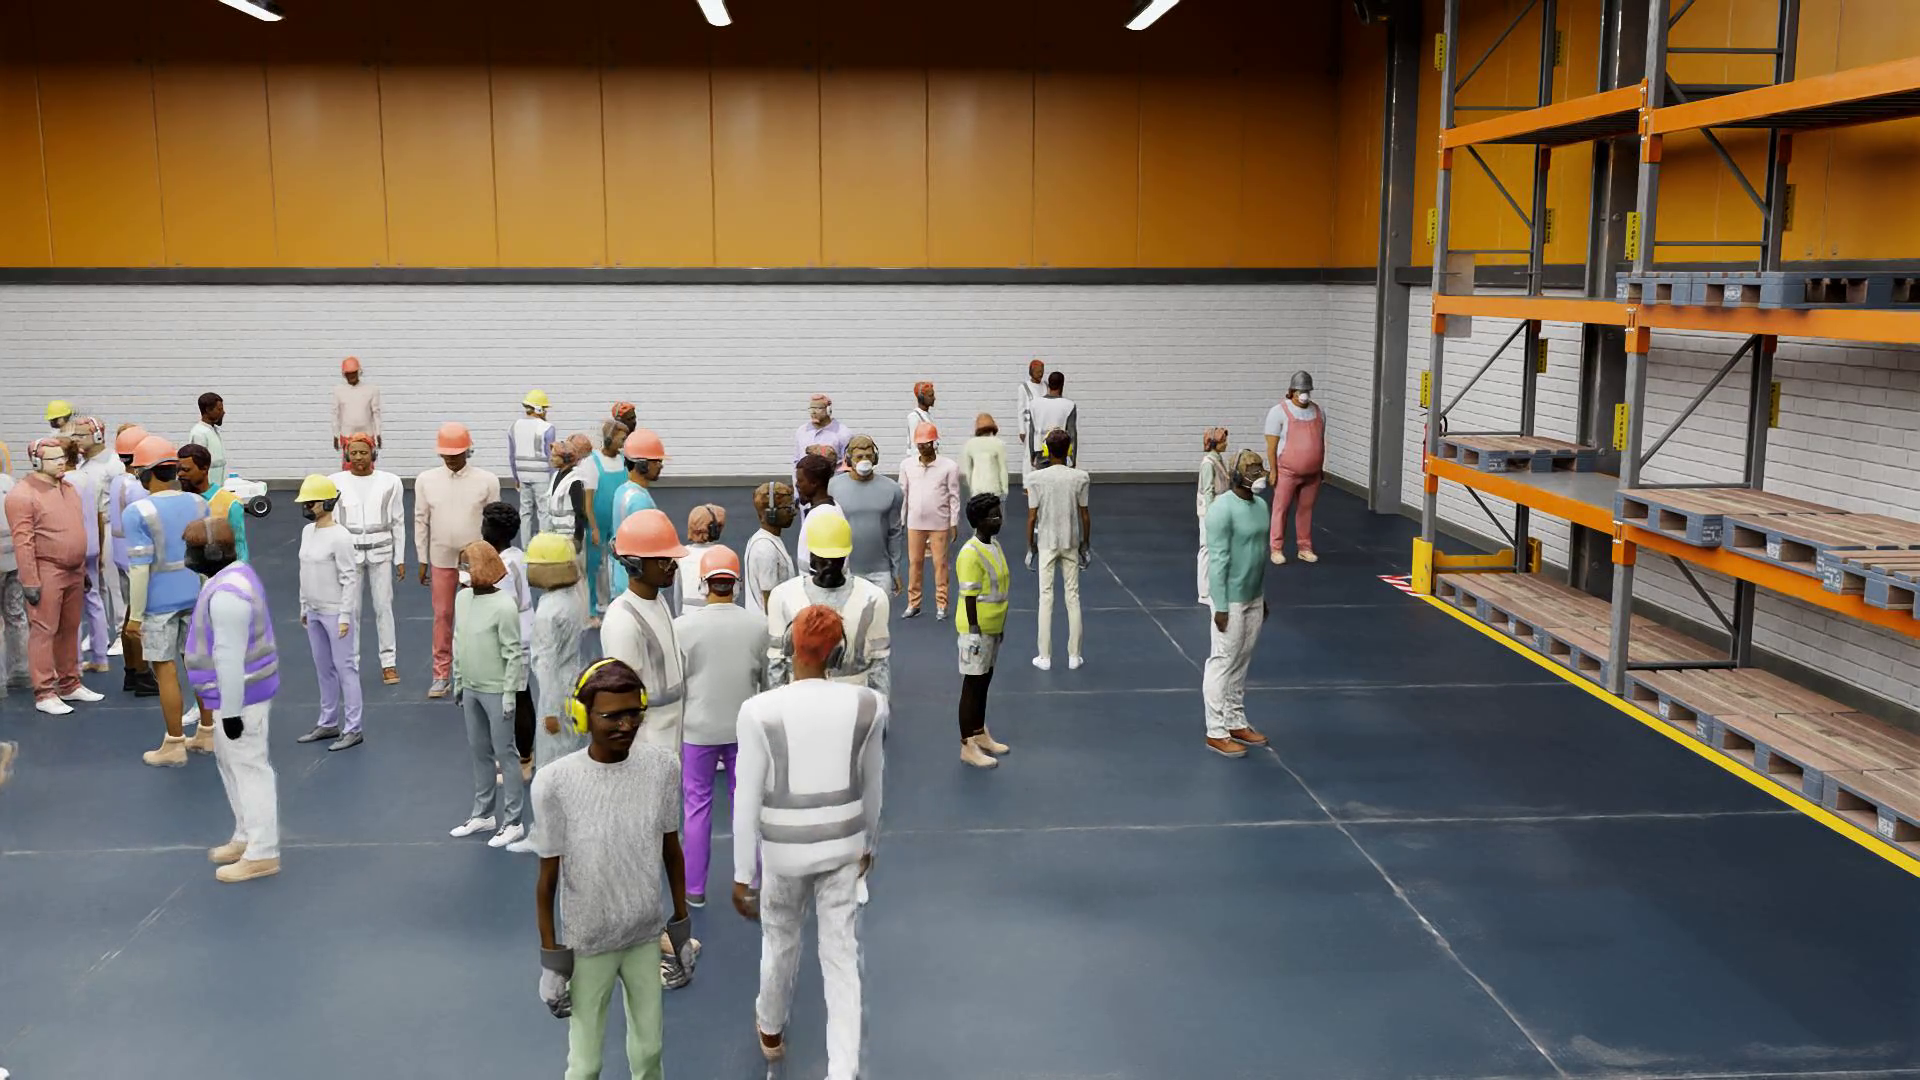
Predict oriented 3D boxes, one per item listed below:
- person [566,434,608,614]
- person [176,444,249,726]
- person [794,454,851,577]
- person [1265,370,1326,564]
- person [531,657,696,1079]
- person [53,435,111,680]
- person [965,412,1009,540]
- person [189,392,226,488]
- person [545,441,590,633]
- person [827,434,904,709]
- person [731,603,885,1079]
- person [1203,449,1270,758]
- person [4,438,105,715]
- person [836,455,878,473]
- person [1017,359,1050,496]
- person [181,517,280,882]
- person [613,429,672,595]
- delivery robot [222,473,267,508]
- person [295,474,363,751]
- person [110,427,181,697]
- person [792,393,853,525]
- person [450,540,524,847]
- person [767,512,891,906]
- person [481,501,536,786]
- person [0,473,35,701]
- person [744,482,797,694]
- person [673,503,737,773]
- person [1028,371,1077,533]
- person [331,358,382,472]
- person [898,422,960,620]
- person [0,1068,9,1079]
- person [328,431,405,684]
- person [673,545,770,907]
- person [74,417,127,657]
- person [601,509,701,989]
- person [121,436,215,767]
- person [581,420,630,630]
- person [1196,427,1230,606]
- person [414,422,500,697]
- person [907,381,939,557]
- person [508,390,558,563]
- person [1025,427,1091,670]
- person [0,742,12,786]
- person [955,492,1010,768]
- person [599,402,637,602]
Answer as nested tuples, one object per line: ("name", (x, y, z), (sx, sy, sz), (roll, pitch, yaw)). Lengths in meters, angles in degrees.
("person", (-3.309, -0.119, 14.672), (0.315, 1.636, 0.515), (4, 10, 24))
("person", (-5.025, 0.304, 11.134), (0.597, 1.916, 0.372), (3, 9, 17))
("person", (-0.854, 0.411, 10.468), (0.375, 1.915, 0.598), (0, 9, 0))
("person", (3.568, -0.763, 17.451), (0.685, 2.000, 0.535), (-3, 10, -18))
("person", (-1.078, 1.274, 5.232), (0.510, 1.862, 0.327), (-6, 11, -34))
("person", (-6.639, 0.132, 12.478), (0.351, 1.837, 0.511), (3, 10, 19))
("person", (0.265, -0.528, 17.326), (0.534, 1.613, 0.460), (5, 10, 28))
("person", (-7.219, -0.462, 15.981), (0.384, 1.910, 0.596), (-2, 9, -11))
("person", (-3.312, -0.025, 14.066), (0.314, 1.641, 0.515), (-6, 11, -35))
("person", (-0.682, 0.231, 11.531), (0.632, 1.940, 0.372), (-3, 10, -21))
("person", (-0.561, 1.144, 6.120), (0.602, 1.840, 0.978), (-3, 10, -19))
("person", (1.770, 0.386, 10.554), (0.372, 1.941, 0.627), (7, 11, 37))
("person", (-6.278, 0.240, 11.570), (0.409, 1.909, 0.640), (1, 9, 6))
("person", (-0.748, 0.192, 12.353), (0.328, 1.752, 0.563), (-1, 9, -4))
("person", (1.032, -1.541, 22.855), (0.585, 1.879, 0.355), (-8, 12, -39))
("person", (-3.664, 0.790, 8.385), (0.442, 1.830, 0.623), (-3, 10, -21))
("person", (-2.035, 0.301, 10.769), (0.386, 2.039, 0.616), (-4, 10, -21))
("delivery robot", (-9.059, -0.598, 20.769), (0.707, 0.478, 0.477), (-7, 11, -36))
("person", (-4.054, 0.459, 10.637), (0.523, 1.769, 0.309), (7, 11, 36))
("person", (-5.902, 0.153, 12.004), (0.363, 1.940, 0.550), (-8, 12, -41))
("person", (-1.324, -0.445, 15.872), (0.641, 1.908, 0.407), (4, 10, 22))
("person", (-2.526, 0.808, 8.857), (0.501, 1.633, 0.279), (7, 11, 36))
("person", (-0.622, 0.811, 7.961), (0.591, 1.918, 0.396), (0, 9, -3))
("person", (-2.685, 0.610, 9.899), (0.322, 1.697, 0.533), (-1, 9, -6))
("person", (-6.928, 0.175, 11.881), (0.416, 1.940, 0.607), (1, 9, 6))
("person", (-1.074, 0.580, 9.631), (0.346, 1.846, 0.506), (-2, 9, -12))
("person", (-1.549, 0.596, 10.166), (0.515, 1.641, 0.315), (8, 12, 40))
("person", (1.078, -1.015, 19.468), (0.596, 1.909, 0.400), (4, 10, 23))
("person", (-7.779, -1.360, 21.460), (0.617, 1.966, 0.594), (-3, 10, -19))
("person", (-0.287, -0.164, 14.588), (0.572, 1.749, 0.342), (2, 9, 14))
("person", (-3.763, 1.143, 6.026), (0.313, 1.866, 0.538), (3, 9, 18))
("person", (-4.385, 0.142, 12.267), (0.576, 1.882, 0.355), (-3, 10, -20))
("person", (-1.155, 0.888, 8.028), (0.574, 1.738, 0.354), (-4, 10, -24))
("person", (-6.878, -0.029, 13.259), (0.650, 1.907, 0.409), (4, 10, 23))
("person", (-1.317, 0.879, 7.130), (0.373, 2.043, 0.615), (0, 9, 1))
("person", (-4.903, 0.378, 10.276), (0.390, 2.041, 0.614), (4, 10, 21))
("person", (-2.920, -0.096, 13.986), (0.546, 1.798, 0.902), (-9, 13, -44))
("person", (2.325, -0.220, 15.293), (0.308, 1.641, 0.517), (3, 9, 16))
("person", (-3.593, 0.143, 11.941), (0.612, 1.984, 0.404), (-1, 9, -9))
("person", (-0.393, -0.770, 17.990), (0.356, 1.883, 0.573), (2, 9, 12))
("person", (-4.442, -0.656, 17.459), (0.591, 1.824, 0.404), (4, 10, 25))
("person", (0.755, 0.067, 12.769), (0.511, 1.874, 0.328), (-1, 9, -4))
("person", (-5.781, 0.593, 9.193), (0.661, 1.957, 0.702), (6, 11, 35))
("person", (0.143, 0.546, 10.310), (0.319, 1.696, 0.532), (3, 9, 18))
("person", (-3.033, -0.313, 15.120), (0.356, 1.883, 0.574), (3, 10, 18))
